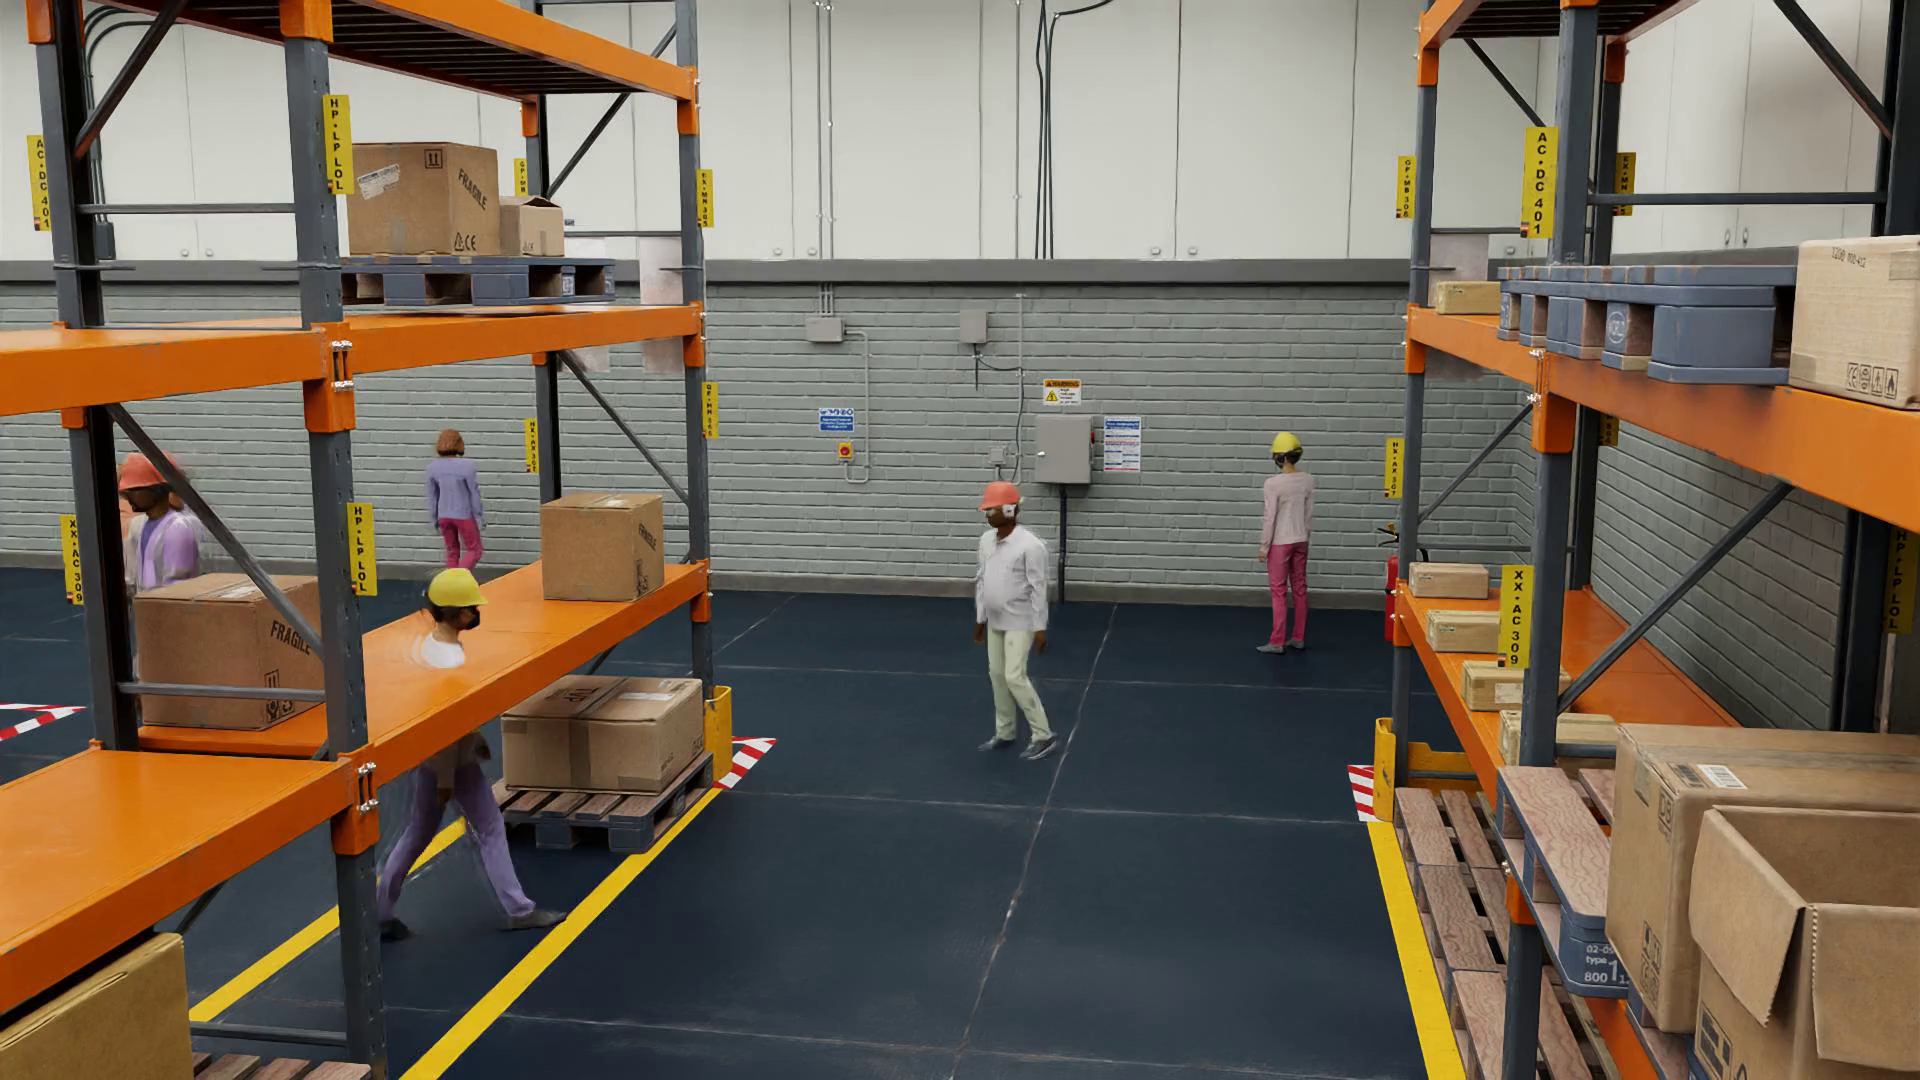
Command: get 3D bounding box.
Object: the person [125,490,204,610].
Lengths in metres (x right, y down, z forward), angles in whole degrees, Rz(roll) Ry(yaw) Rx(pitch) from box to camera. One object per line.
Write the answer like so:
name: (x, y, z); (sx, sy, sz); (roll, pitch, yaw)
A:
person: (-5.504, 0.367, 11.560); (0.511, 1.614, 0.432); (3, 10, 17)

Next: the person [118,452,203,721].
person: (-4.504, 0.510, 9.397); (0.601, 2.021, 0.627); (-9, 13, -44)

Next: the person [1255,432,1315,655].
person: (2.575, 0.028, 13.166); (0.525, 1.770, 0.307); (-6, 11, -35)

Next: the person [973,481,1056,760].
person: (0.324, 0.506, 10.427); (0.364, 1.729, 0.638); (-6, 11, -35)

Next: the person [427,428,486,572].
person: (-4.525, -0.189, 14.931); (0.549, 1.621, 0.494); (3, 10, 17)

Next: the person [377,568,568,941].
person: (-2.304, 0.971, 7.502); (0.891, 1.724, 0.525); (-5, 10, -29)
